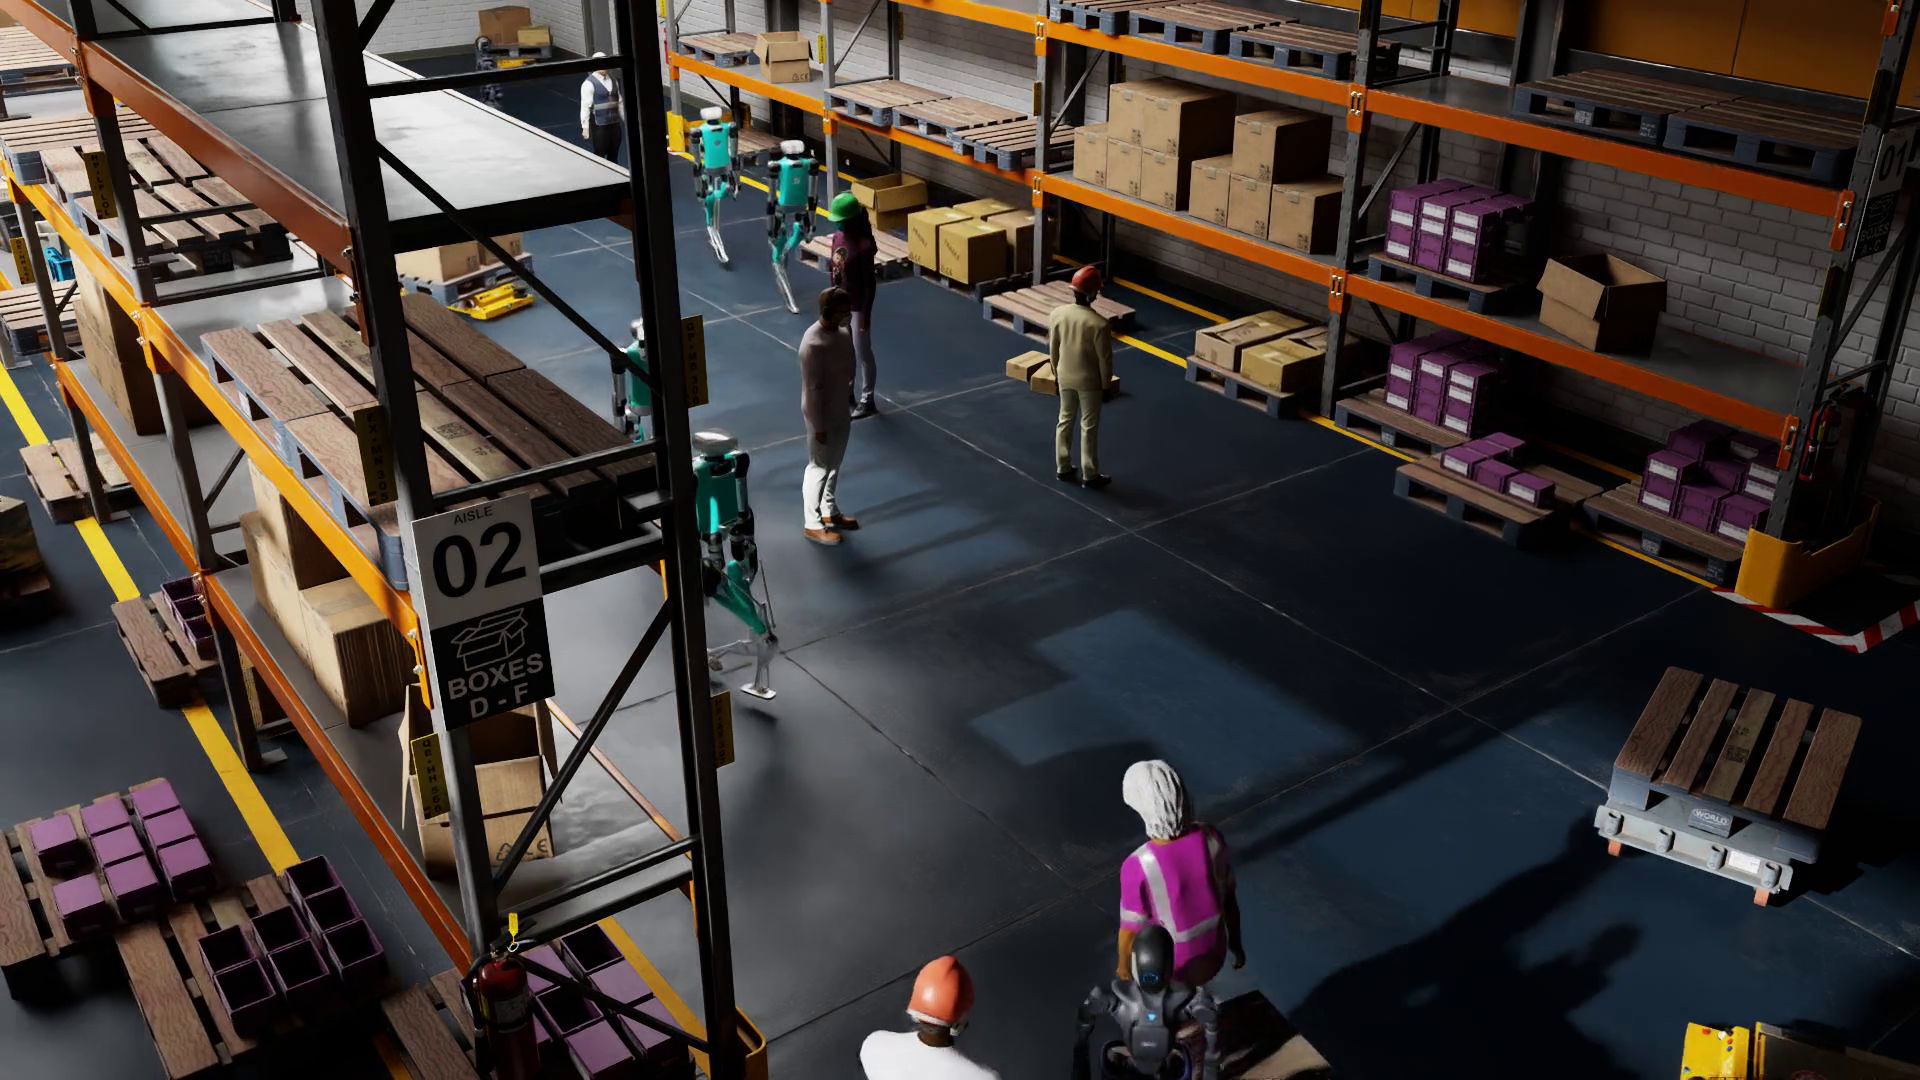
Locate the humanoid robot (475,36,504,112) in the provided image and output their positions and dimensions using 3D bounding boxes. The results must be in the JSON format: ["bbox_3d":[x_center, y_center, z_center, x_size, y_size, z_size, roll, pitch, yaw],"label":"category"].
[{"bbox_3d":[-6.165,-5.872,22.107,0.620,1.636,0.600,-14,30,-25],"label":"humanoid robot"}]

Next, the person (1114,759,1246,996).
[{"bbox_3d":[0.886,1.698,6.890,0.563,1.811,0.578,-16,31,-29],"label":"person"}]

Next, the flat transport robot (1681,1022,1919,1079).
[{"bbox_3d":[3.843,2.471,7.073,1.431,0.231,0.659,12,29,22],"label":"flat transport robot"}]

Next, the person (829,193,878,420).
[{"bbox_3d":[-0.909,-1.993,14.089,0.488,1.945,0.431,24,35,39],"label":"person"}]

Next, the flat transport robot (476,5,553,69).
[{"bbox_3d":[-7.483,-8.086,28.072,0.659,0.231,1.431,-5,27,-10],"label":"flat transport robot"}]

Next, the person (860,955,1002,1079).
[{"bbox_3d":[-0.049,2.186,6.027,0.568,1.707,0.857,11,29,20],"label":"person"}]

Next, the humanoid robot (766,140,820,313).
[{"bbox_3d":[-1.789,-3.207,16.750,0.555,1.776,0.962,-12,29,-23],"label":"humanoid robot"}]

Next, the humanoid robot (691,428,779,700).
[{"bbox_3d":[-1.313,0.207,9.934,0.982,1.739,0.547,19,32,33],"label":"humanoid robot"}]

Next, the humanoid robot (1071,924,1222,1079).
[{"bbox_3d":[0.695,2.109,6.217,0.590,1.650,0.325,1,27,2],"label":"humanoid robot"}]

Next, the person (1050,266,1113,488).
[{"bbox_3d":[0.949,-1.258,12.835,0.560,1.752,0.325,20,33,35],"label":"person"}]

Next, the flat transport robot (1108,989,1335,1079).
[{"bbox_3d":[0.988,2.861,6.297,1.431,0.231,0.659,-13,29,-24],"label":"flat transport robot"}]

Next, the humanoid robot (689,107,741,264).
[{"bbox_3d":[-2.698,-3.871,18.108,0.550,1.758,1.047,-12,29,-23],"label":"humanoid robot"}]

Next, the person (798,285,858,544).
[{"bbox_3d":[-0.936,-0.904,11.953,0.386,1.925,0.621,10,28,18],"label":"person"}]

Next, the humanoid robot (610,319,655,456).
[{"bbox_3d":[-2.307,-0.882,12.157,0.539,1.738,1.055,-10,28,-19],"label":"humanoid robot"}]

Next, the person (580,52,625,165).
[{"bbox_3d":[-4.383,-5.112,20.496,0.426,1.758,0.747,18,32,32],"label":"person"}]

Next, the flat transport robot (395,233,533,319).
[{"bbox_3d":[-5.141,-2.547,17.053,1.431,0.231,0.659,15,31,28],"label":"flat transport robot"}]
